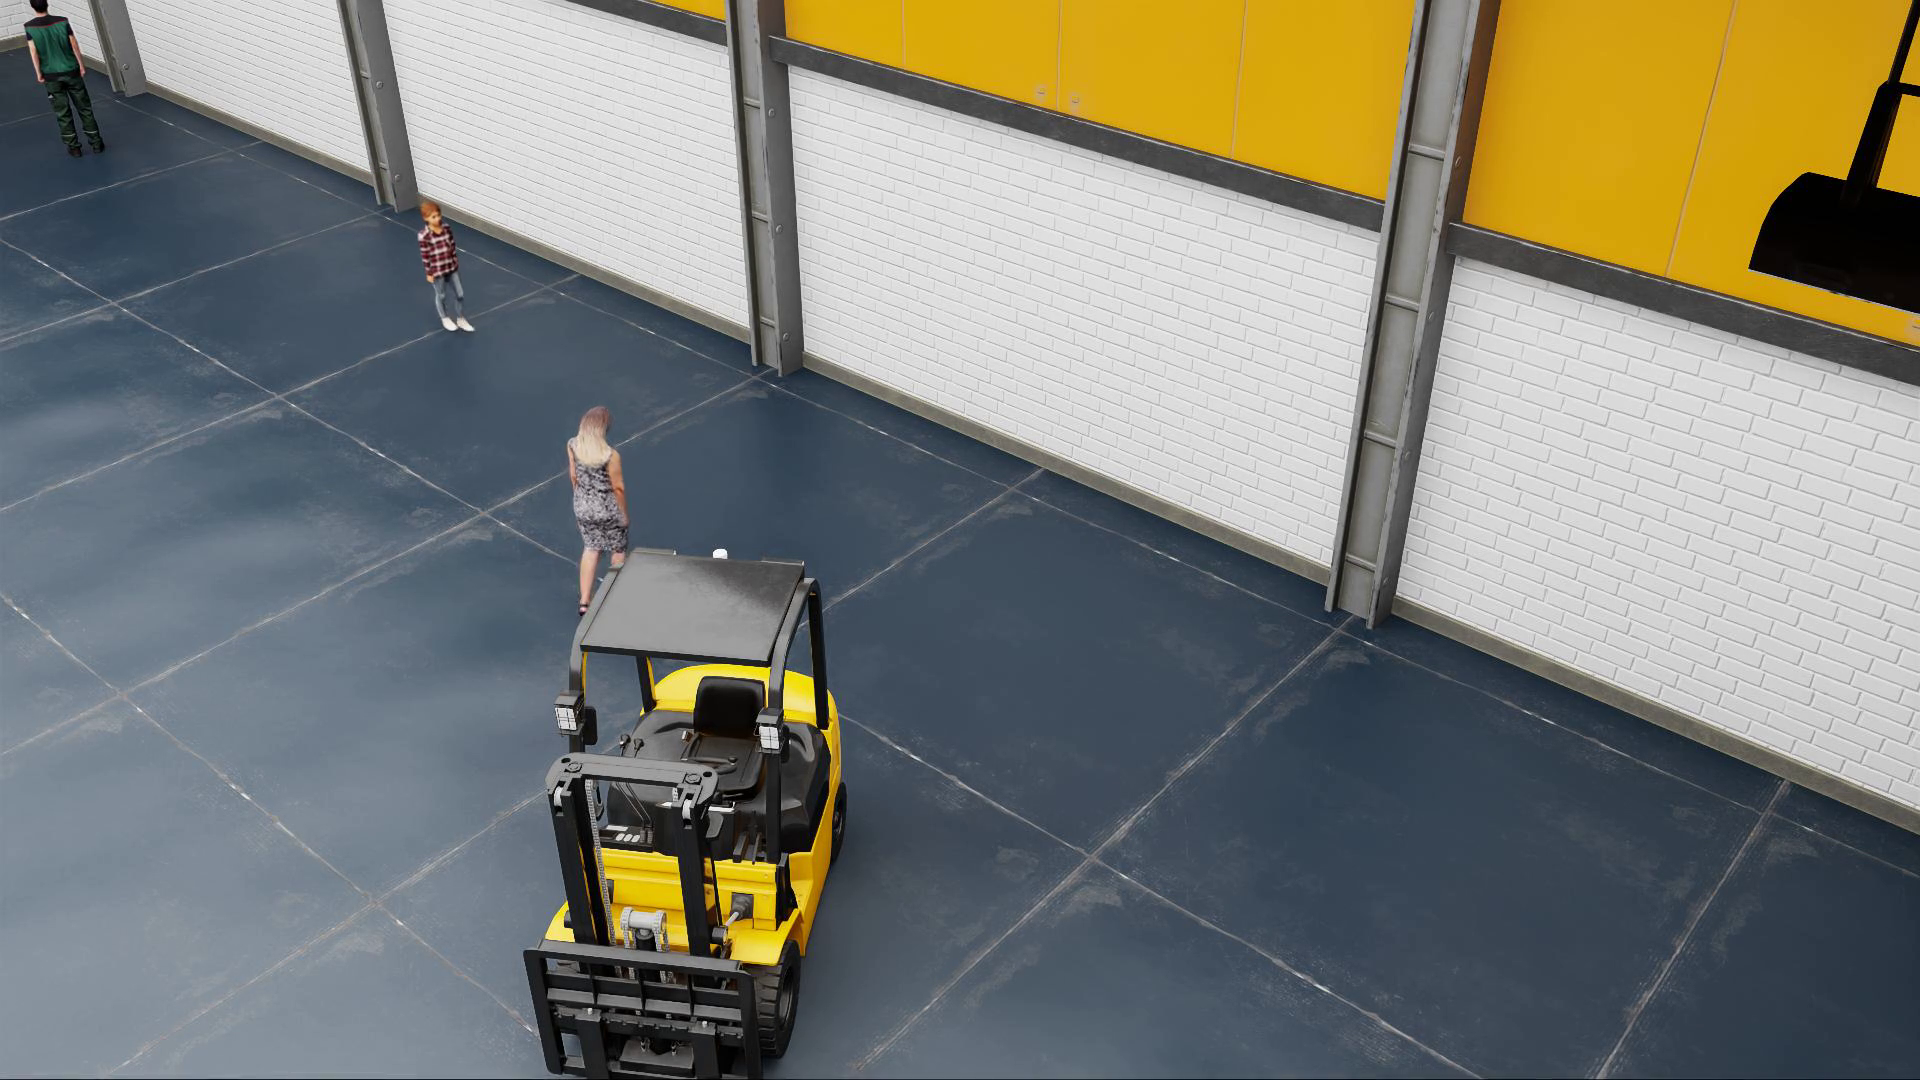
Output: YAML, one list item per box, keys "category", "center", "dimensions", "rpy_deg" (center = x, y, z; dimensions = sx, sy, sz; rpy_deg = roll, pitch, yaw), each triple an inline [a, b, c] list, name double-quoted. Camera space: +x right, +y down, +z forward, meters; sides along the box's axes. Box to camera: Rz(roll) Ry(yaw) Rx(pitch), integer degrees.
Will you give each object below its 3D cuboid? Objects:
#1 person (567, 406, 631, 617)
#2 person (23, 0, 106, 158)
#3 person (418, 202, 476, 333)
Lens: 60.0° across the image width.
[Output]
- category: "person"
  center: [-2.539, -0.159, 11.673]
  dimensions: [0.897, 1.676, 0.858]
  rpy_deg: [4, 34, 6]
- category: "person"
  center: [-10.495, -5.446, 19.425]
  dimensions: [0.749, 1.900, 0.705]
  rpy_deg: [-18, 38, -25]
- category: "person"
  center: [-4.918, -2.588, 15.672]
  dimensions: [0.560, 1.295, 0.620]
  rpy_deg: [-29, 43, -36]
